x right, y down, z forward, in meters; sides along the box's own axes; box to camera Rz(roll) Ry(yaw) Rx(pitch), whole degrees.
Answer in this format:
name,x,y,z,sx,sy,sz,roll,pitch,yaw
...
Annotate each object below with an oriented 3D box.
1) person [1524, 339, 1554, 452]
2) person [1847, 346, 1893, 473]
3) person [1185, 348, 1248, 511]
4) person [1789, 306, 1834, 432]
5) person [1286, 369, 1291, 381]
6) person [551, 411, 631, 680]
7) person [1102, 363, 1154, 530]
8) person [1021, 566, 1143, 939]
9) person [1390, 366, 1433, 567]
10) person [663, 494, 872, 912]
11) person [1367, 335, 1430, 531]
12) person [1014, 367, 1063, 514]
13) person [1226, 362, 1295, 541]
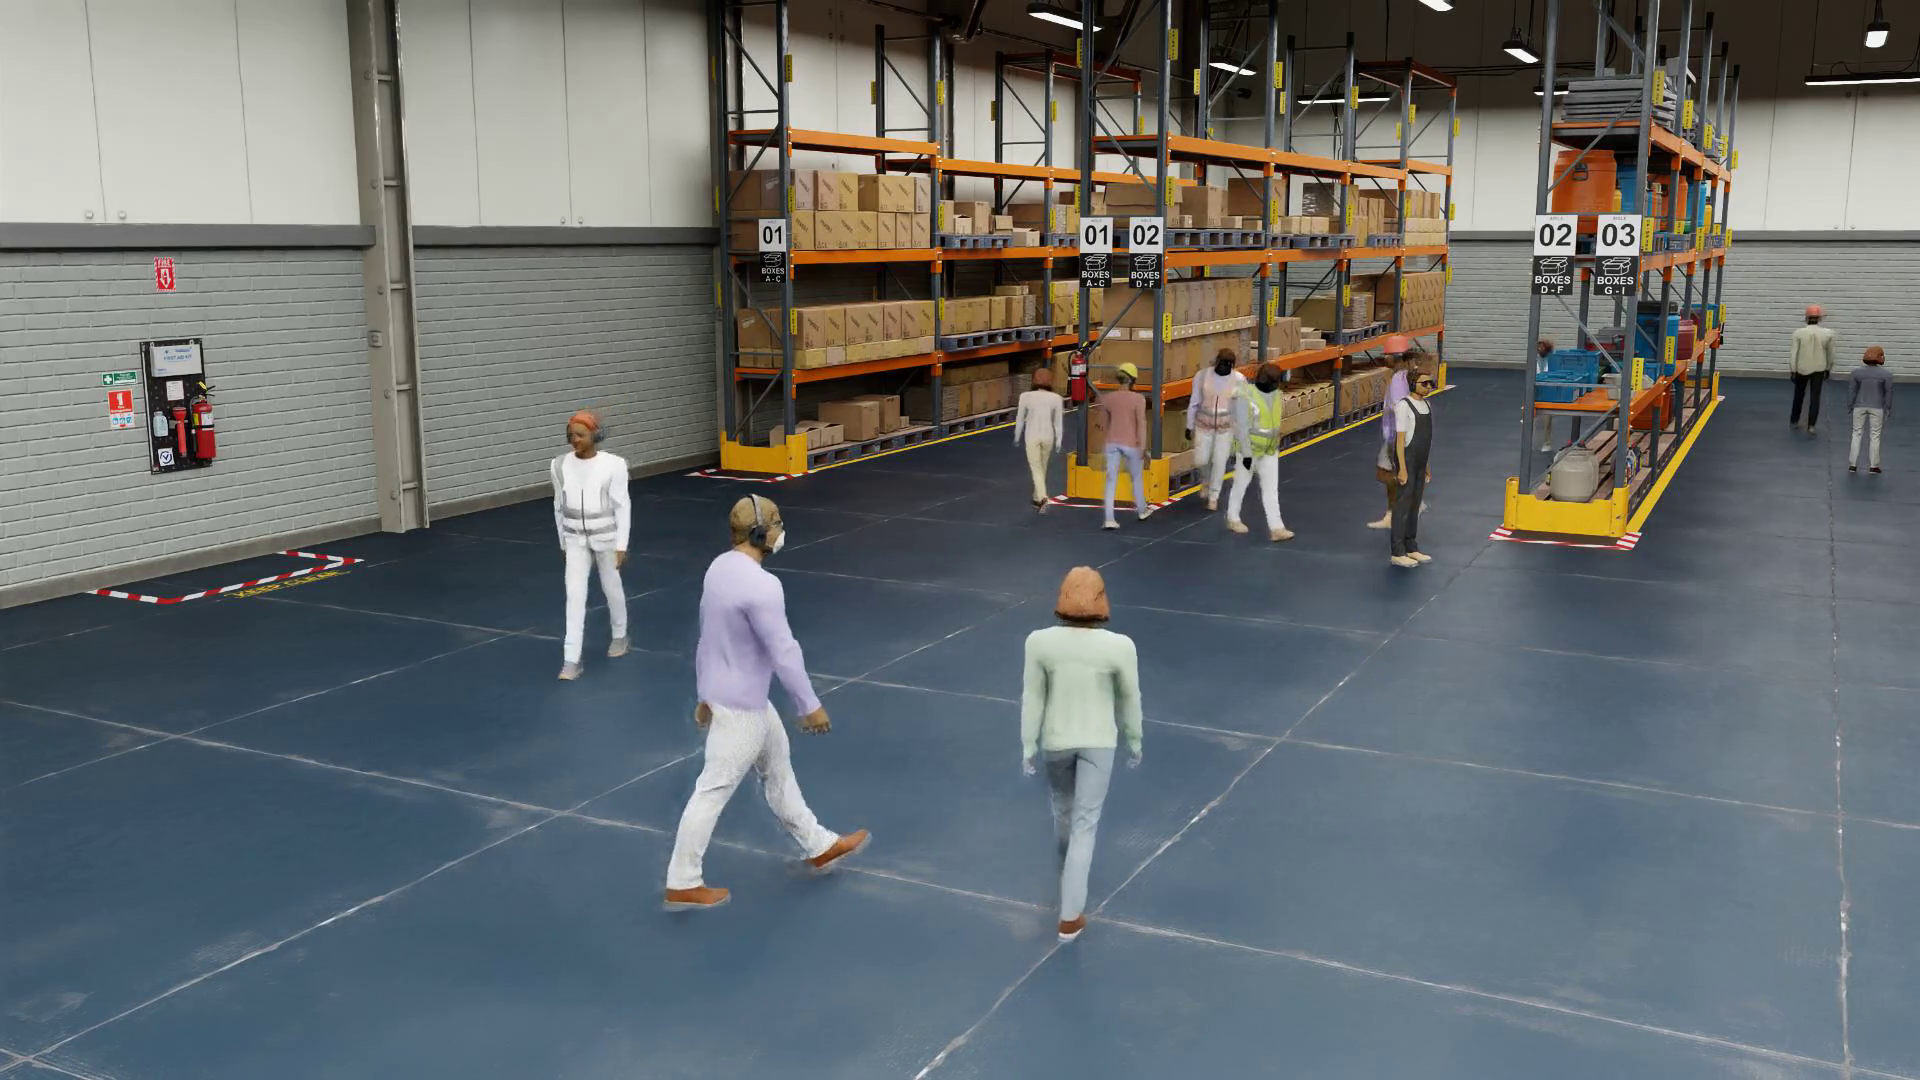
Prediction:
name,x,y,z,sx,sy,sz,roll,pitch,yaw
person,8.084,-1.983,23.121,0.515,1.593,0.861,6,12,29
person,11.643,-1.669,21.301,0.507,1.632,0.276,8,13,37
person,2.848,-1.242,18.496,0.691,1.810,0.558,2,11,11
person,13.255,-2.665,25.922,0.612,1.942,1.047,4,11,22
person,6.154,-3.423,30.296,0.594,1.831,0.967,5,12,27
person,-2.565,0.001,11.687,0.594,1.829,1.025,1,10,7
person,1.737,-0.987,17.351,0.541,1.709,0.900,6,12,28
person,0.552,0.897,7.421,0.516,1.582,0.869,3,11,15
person,4.181,-0.680,15.329,0.345,1.846,0.506,9,14,41
person,-0.901,0.724,7.569,1.069,1.873,0.628,-4,11,-21
person,4.492,-1.070,16.969,0.526,2.024,0.628,4,11,21
person,0.894,-1.098,18.286,0.505,1.595,0.824,-3,11,-14
person,3.020,-0.901,16.730,0.639,1.781,0.959,-6,12,-28
